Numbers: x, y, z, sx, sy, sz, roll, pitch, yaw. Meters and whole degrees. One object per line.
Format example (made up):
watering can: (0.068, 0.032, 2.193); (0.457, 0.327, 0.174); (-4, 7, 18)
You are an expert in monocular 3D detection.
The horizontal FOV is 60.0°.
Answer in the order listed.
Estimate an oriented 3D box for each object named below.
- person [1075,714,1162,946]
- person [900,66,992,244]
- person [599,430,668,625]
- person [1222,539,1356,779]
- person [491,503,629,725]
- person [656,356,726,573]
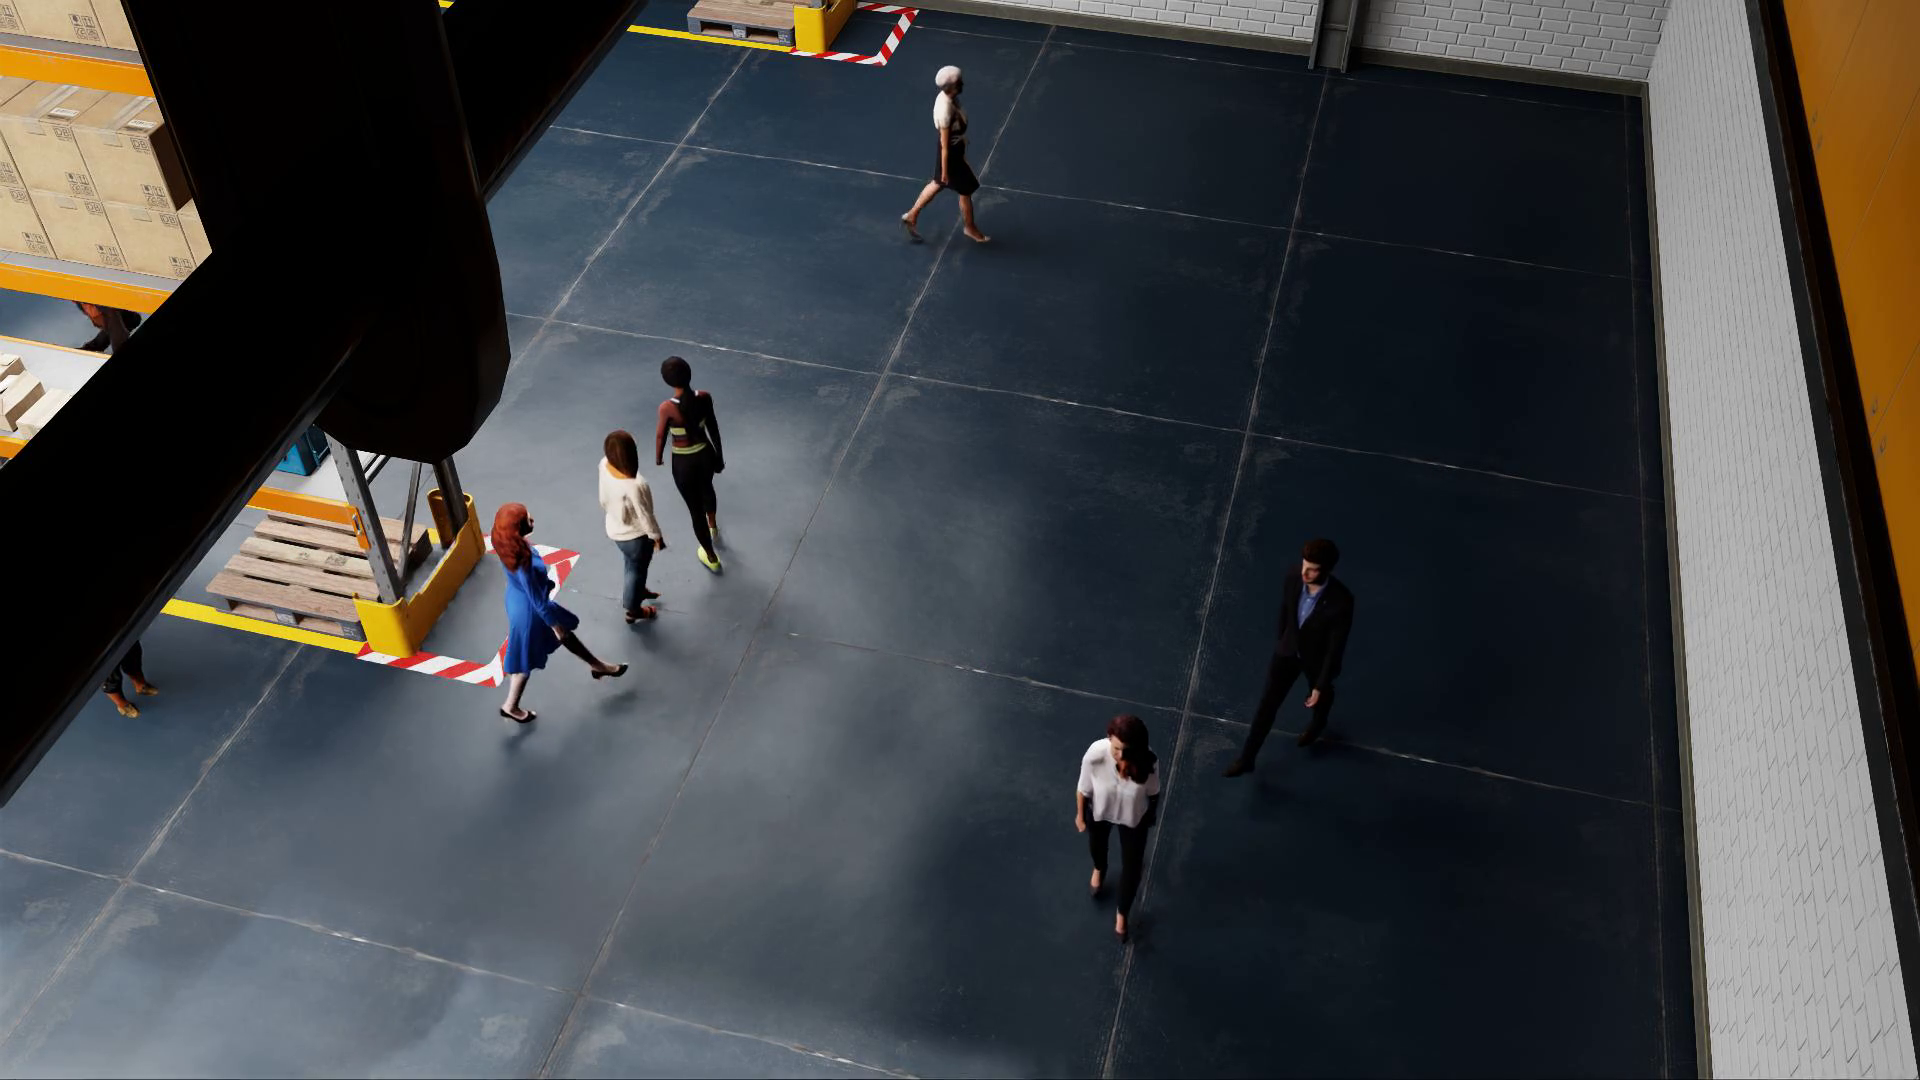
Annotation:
person: (0.894, 1.496, 9.418); (0.774, 1.775, 0.738); (5, 44, 5)
person: (-0.176, -3.333, 14.526); (1.135, 1.720, 0.844); (-2, 44, -2)
person: (-2.284, -0.039, 11.104); (0.818, 1.672, 0.738); (-27, 50, -25)
person: (2.198, 0.674, 10.234); (1.225, 1.840, 1.120); (33, 53, 30)
person: (-2.765, 0.524, 10.438); (1.186, 1.775, 1.038); (-16, 46, -16)
person: (-1.801, -0.464, 11.509); (0.827, 1.729, 0.897); (-24, 49, -23)
